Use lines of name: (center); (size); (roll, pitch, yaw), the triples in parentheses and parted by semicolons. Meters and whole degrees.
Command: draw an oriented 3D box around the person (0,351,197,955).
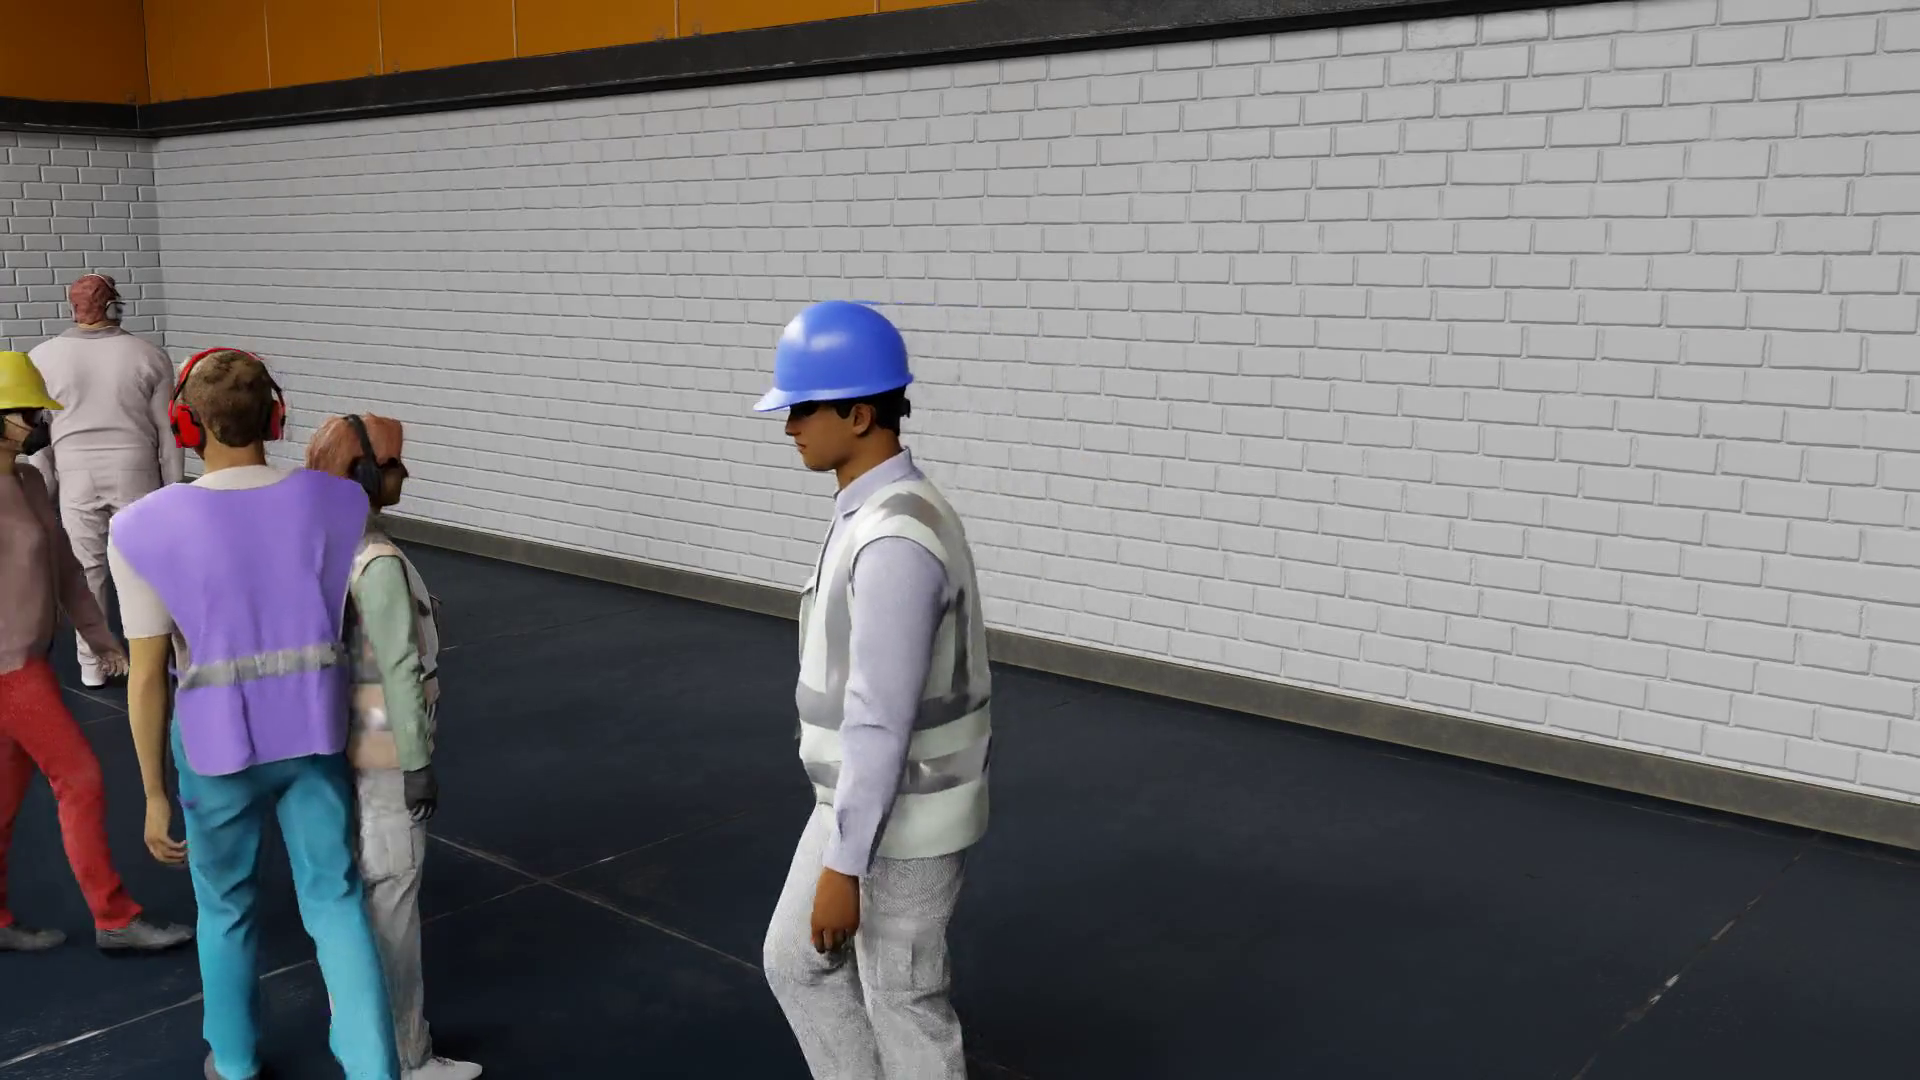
person: (-2.531, 0.342, 4.704); (0.753, 1.739, 0.532); (-3, 10, -16)

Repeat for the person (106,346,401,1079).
person: (-1.525, 0.481, 3.704); (0.580, 1.821, 0.868); (-8, 12, -37)

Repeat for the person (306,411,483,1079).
person: (-1.403, 0.514, 3.992); (0.307, 1.643, 0.514); (-8, 13, -39)

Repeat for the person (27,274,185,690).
person: (-3.912, -0.263, 7.671); (0.644, 1.905, 0.400); (-3, 10, -18)

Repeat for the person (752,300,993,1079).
person: (-0.199, 0.511, 3.191); (0.555, 1.919, 0.631); (-2, 10, -9)
